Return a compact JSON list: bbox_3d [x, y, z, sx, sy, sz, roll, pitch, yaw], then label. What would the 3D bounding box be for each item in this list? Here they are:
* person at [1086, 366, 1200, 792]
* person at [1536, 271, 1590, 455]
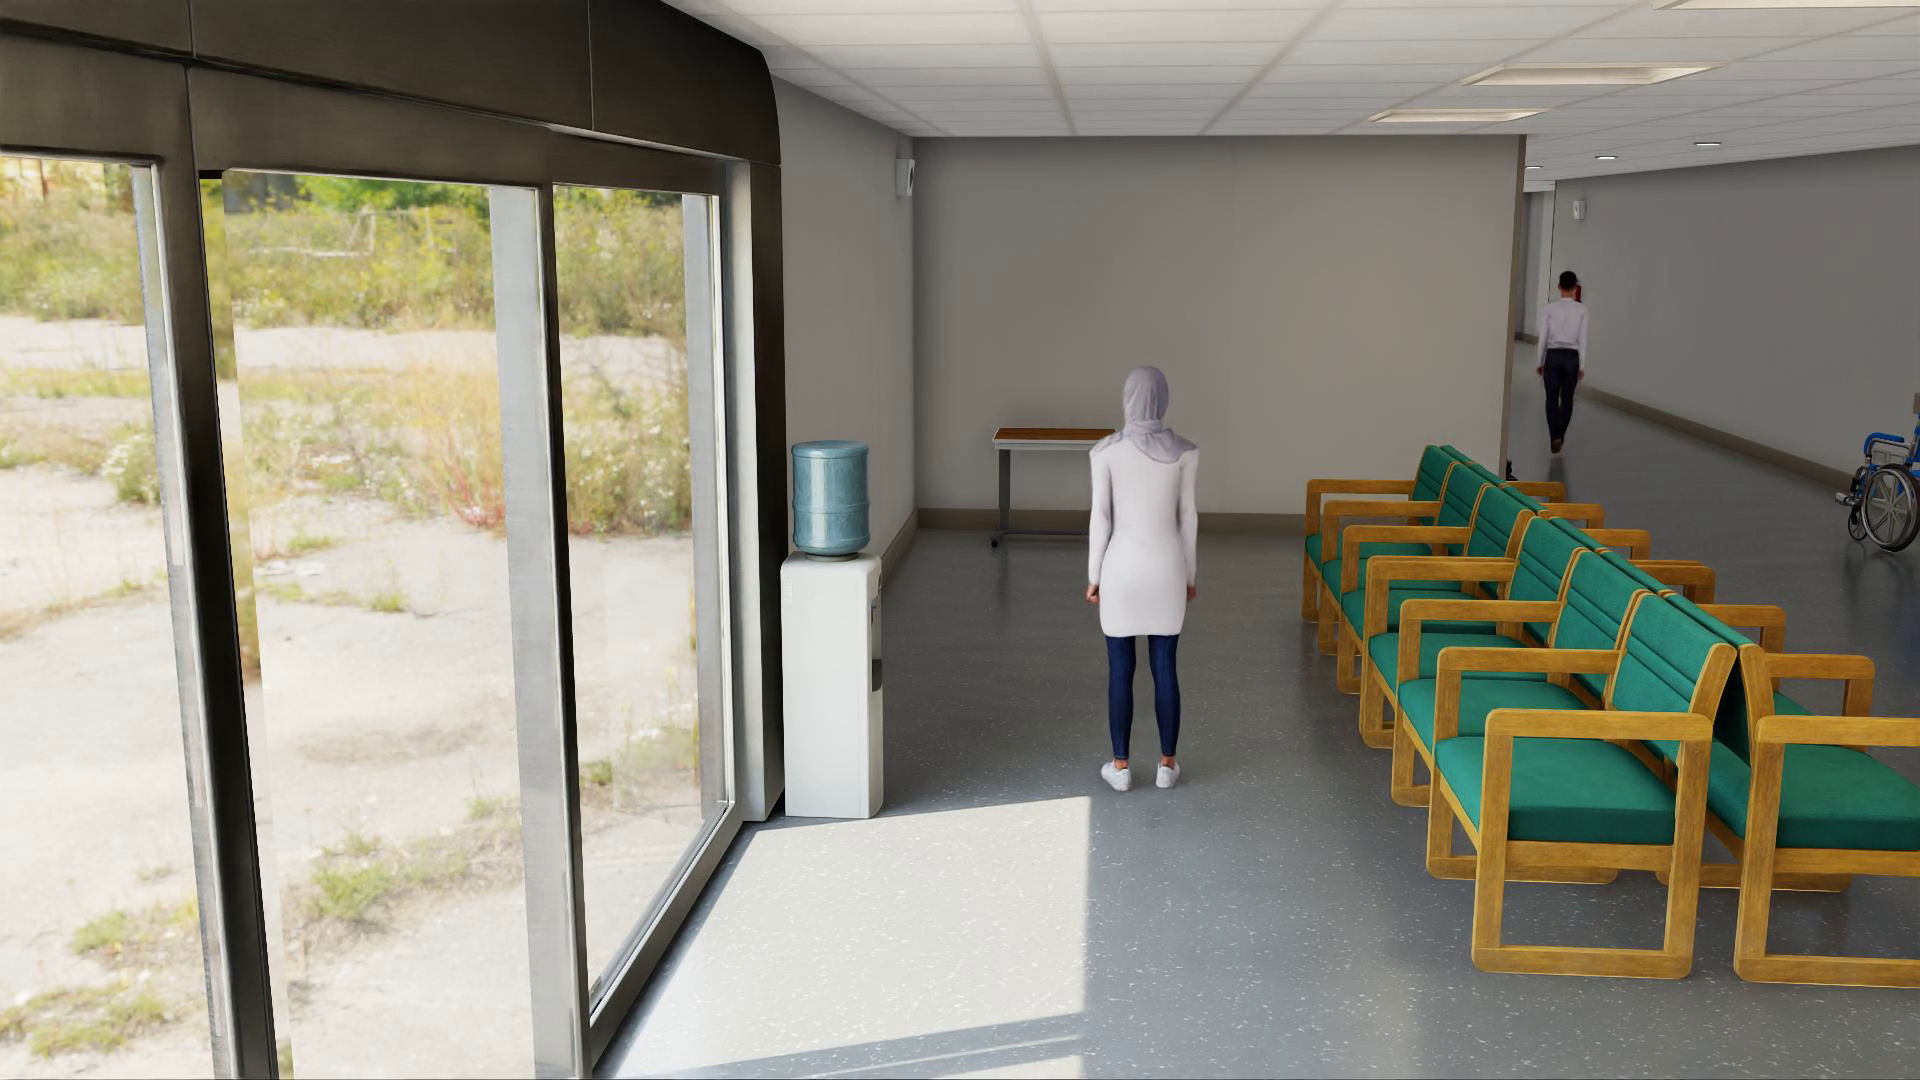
[{"bbox_3d":[0.760,0.162,6.944,0.519,1.775,0.705,-1,11,-3],"label":"person"},{"bbox_3d":[6.157,-1.806,17.016,1.194,1.848,0.856,3,11,16],"label":"person"}]
